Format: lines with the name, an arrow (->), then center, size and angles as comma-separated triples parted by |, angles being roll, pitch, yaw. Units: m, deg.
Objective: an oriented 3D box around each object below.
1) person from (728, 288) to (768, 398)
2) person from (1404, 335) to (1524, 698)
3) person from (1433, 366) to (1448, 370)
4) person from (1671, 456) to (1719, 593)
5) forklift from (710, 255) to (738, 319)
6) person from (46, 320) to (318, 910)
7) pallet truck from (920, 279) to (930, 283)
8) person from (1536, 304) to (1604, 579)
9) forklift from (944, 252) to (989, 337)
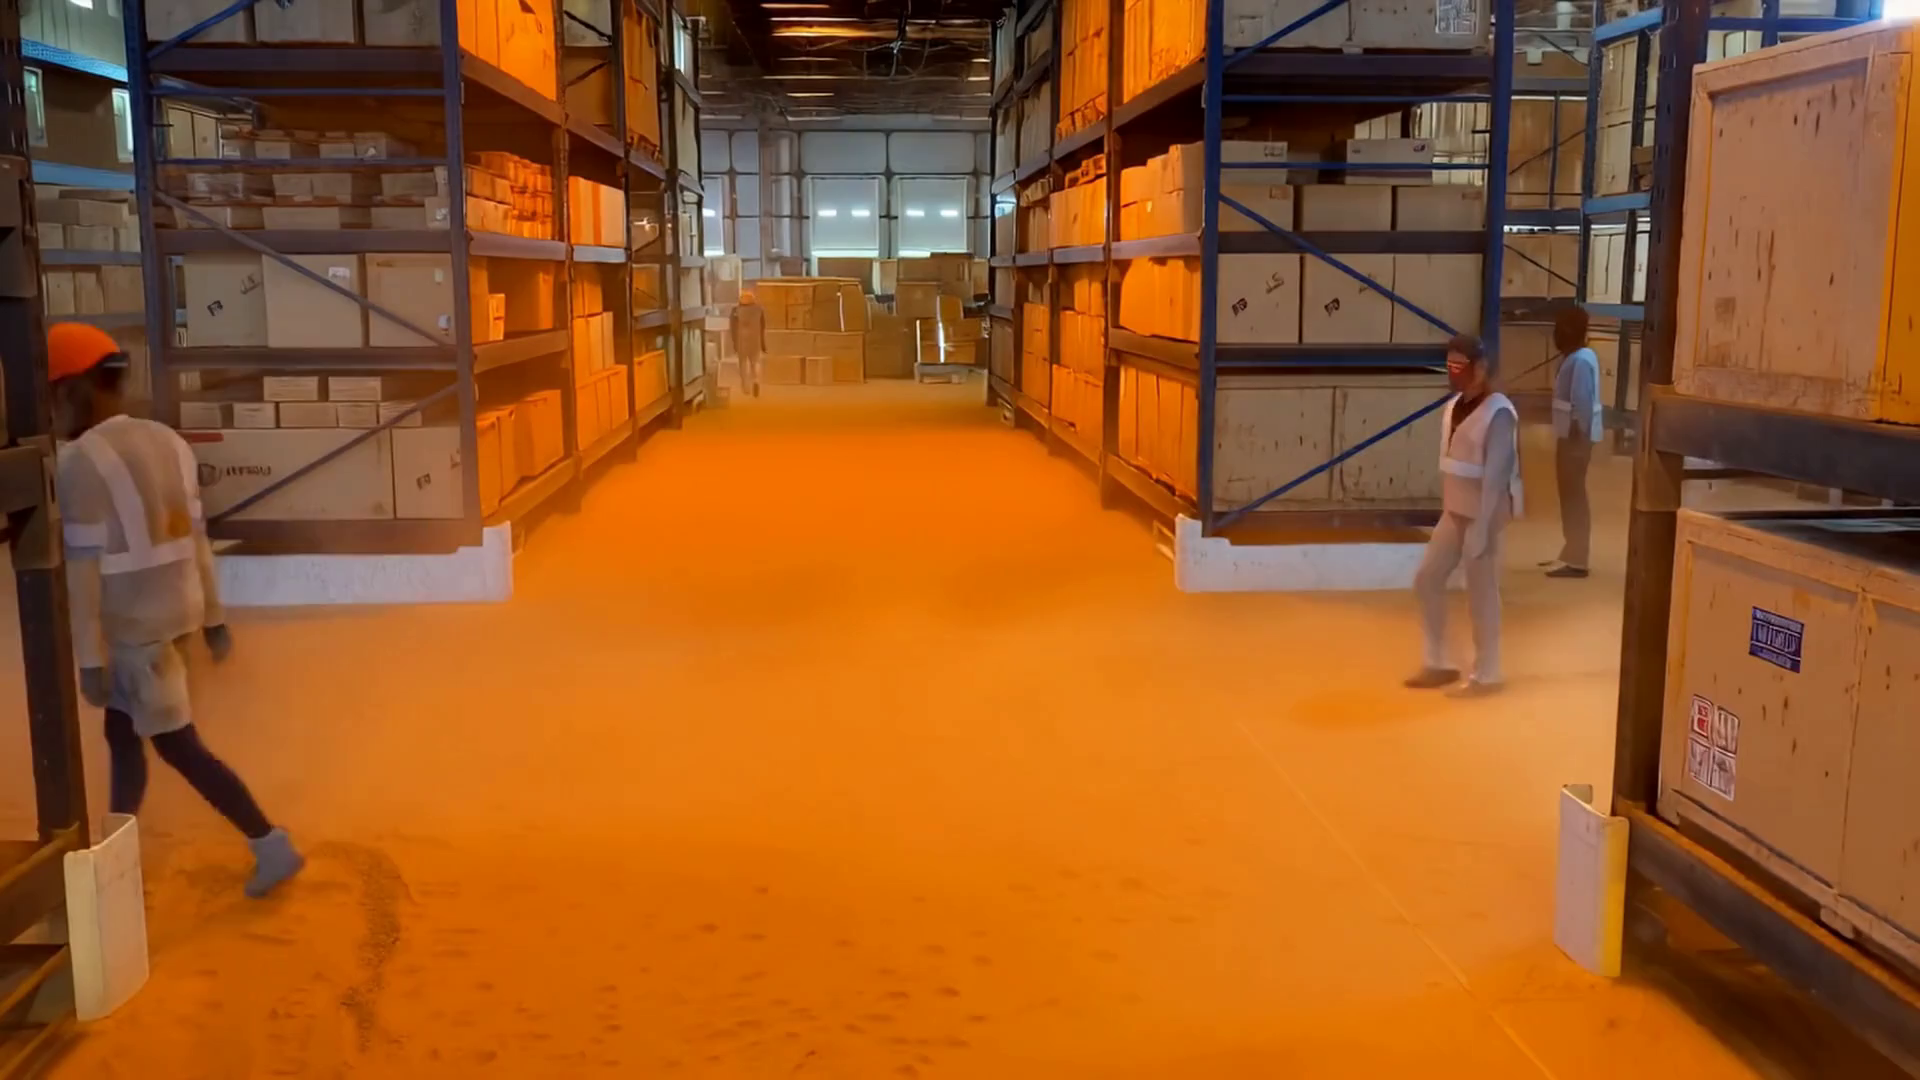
person -> -3.682, -3.406, 28.798 | 0.676, 1.891, 0.431 | -4, 10, -23
person -> 2.486, -0.098, 8.269 | 0.581, 1.827, 0.569 | -2, 9, -14
person -> 6.913, -2.397, 23.388 | 0.535, 1.583, 0.880 | -9, 13, -44
person -> 4.838, -0.450, 11.155 | 0.519, 1.605, 0.558 | 9, 13, 44
forklift -> -8.368, -8.713, 59.038 | 1.129, 2.768, 1.873 | -1, 9, -4
person -> -2.624, 0.264, 5.505 | 1.002, 1.989, 0.638 | 1, 9, 4
pallet truck -> -0.932, -8.922, 63.114 | 1.885, 1.965, 0.823 | 2, 9, 13
person -> 4.296, -0.684, 11.635 | 0.372, 1.916, 0.597 | 2, 9, 12
forklift -> -0.007, -7.505, 51.455 | 1.129, 2.768, 1.873 | -5, 11, -30
